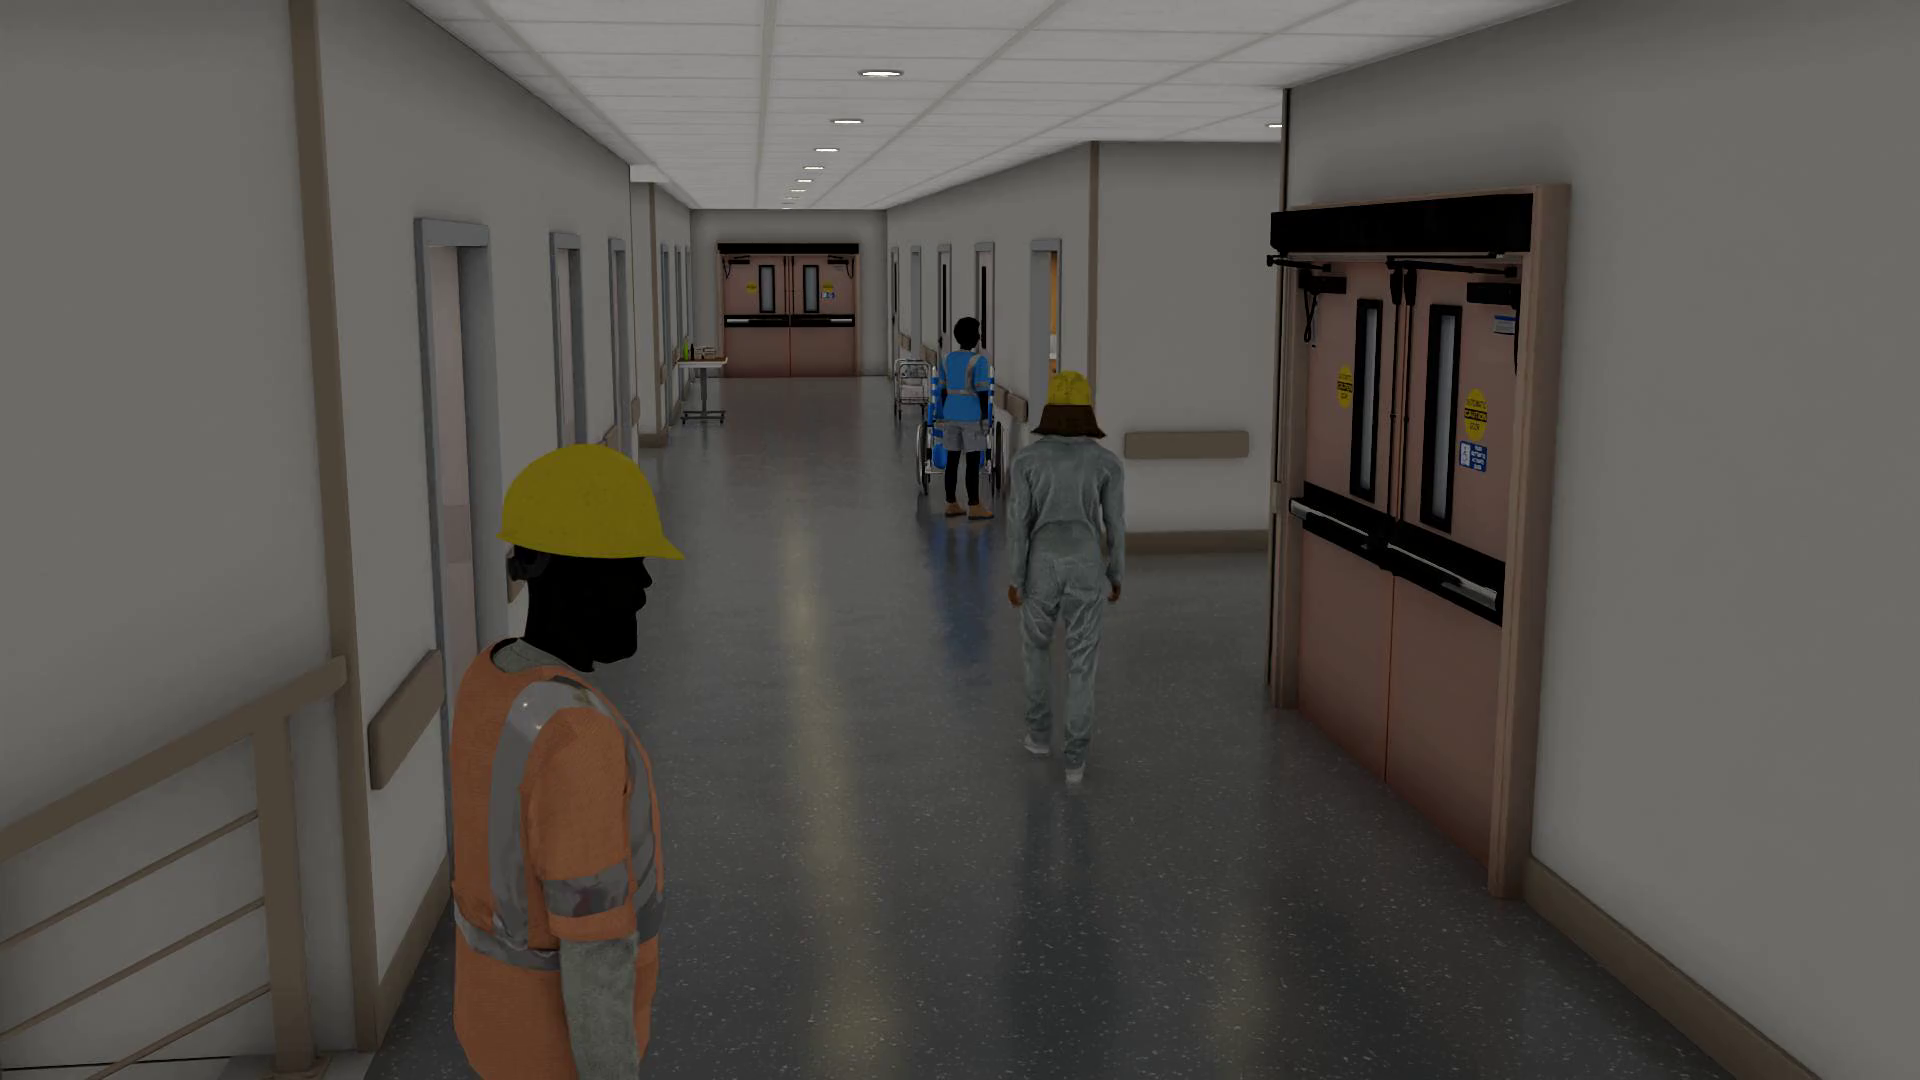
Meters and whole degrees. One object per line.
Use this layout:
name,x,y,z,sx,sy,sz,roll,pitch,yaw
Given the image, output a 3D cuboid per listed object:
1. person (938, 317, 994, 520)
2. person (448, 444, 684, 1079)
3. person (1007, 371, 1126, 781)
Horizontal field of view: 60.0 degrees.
person,0.045,-1.018,13.957,0.535,1.697,0.322,9,14,44
person,-0.624,0.800,2.746,0.393,1.918,0.585,-5,11,-26
person,0.457,0.135,7.173,0.510,1.716,0.681,0,10,1
